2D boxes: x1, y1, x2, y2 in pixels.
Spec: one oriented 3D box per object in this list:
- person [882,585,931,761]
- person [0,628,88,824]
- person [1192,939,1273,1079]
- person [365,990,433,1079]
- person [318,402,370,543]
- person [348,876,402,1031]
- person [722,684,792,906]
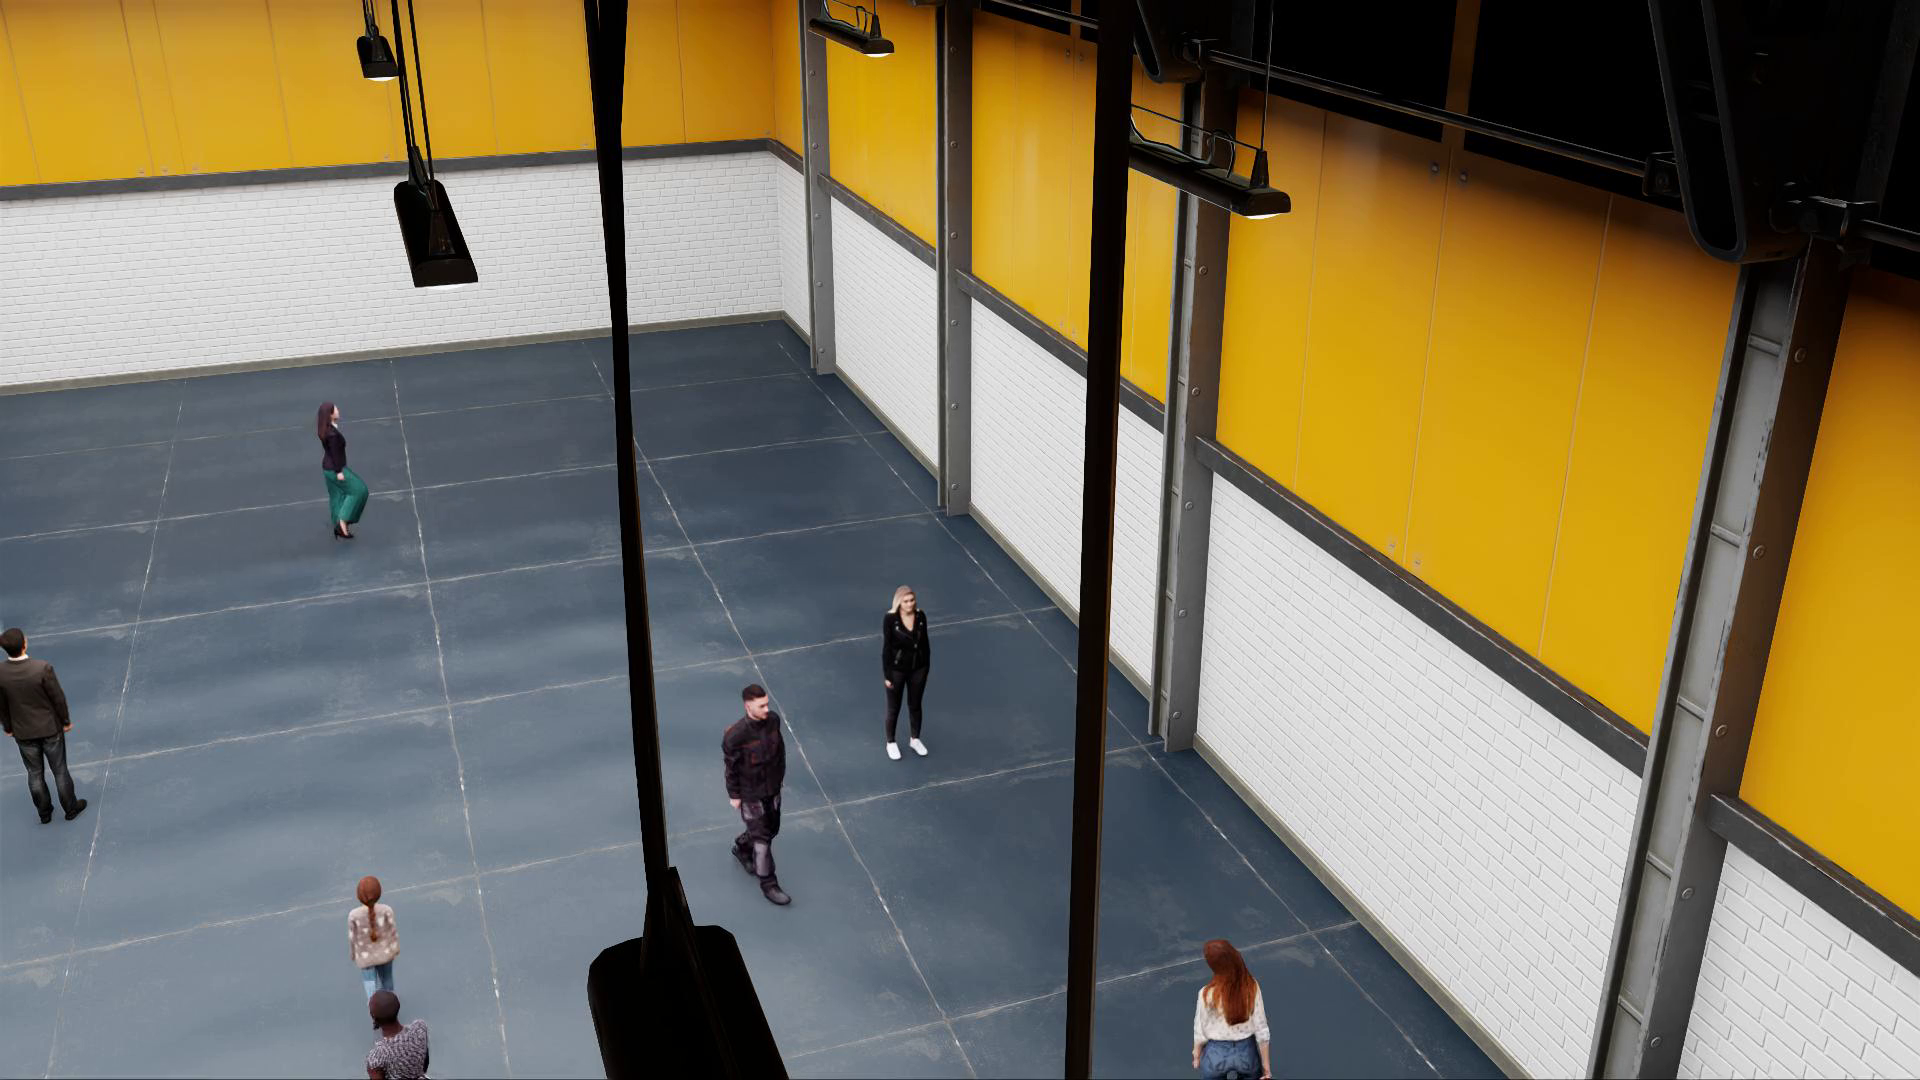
[{"bbox_3d":[-0.497,1.176,15.039,0.606,1.685,0.511,-8,25,-17],"label":"person"},{"bbox_3d":[-7.787,1.555,14.020,0.689,1.805,0.556,-6,24,-14],"label":"person"},{"bbox_3d":[1.729,3.240,10.309,0.847,1.691,0.736,3,24,8],"label":"person"},{"bbox_3d":[-3.167,3.446,9.769,1.219,1.745,0.997,19,30,36],"label":"person"},{"bbox_3d":[-7.351,-0.759,19.415,0.771,1.724,0.692,-16,28,-33],"label":"person"},{"bbox_3d":[-4.114,2.915,11.683,0.493,1.185,0.682,-9,25,-20],"label":"person"},{"bbox_3d":[-1.635,1.922,13.143,1.152,1.836,0.990,21,31,39],"label":"person"}]
